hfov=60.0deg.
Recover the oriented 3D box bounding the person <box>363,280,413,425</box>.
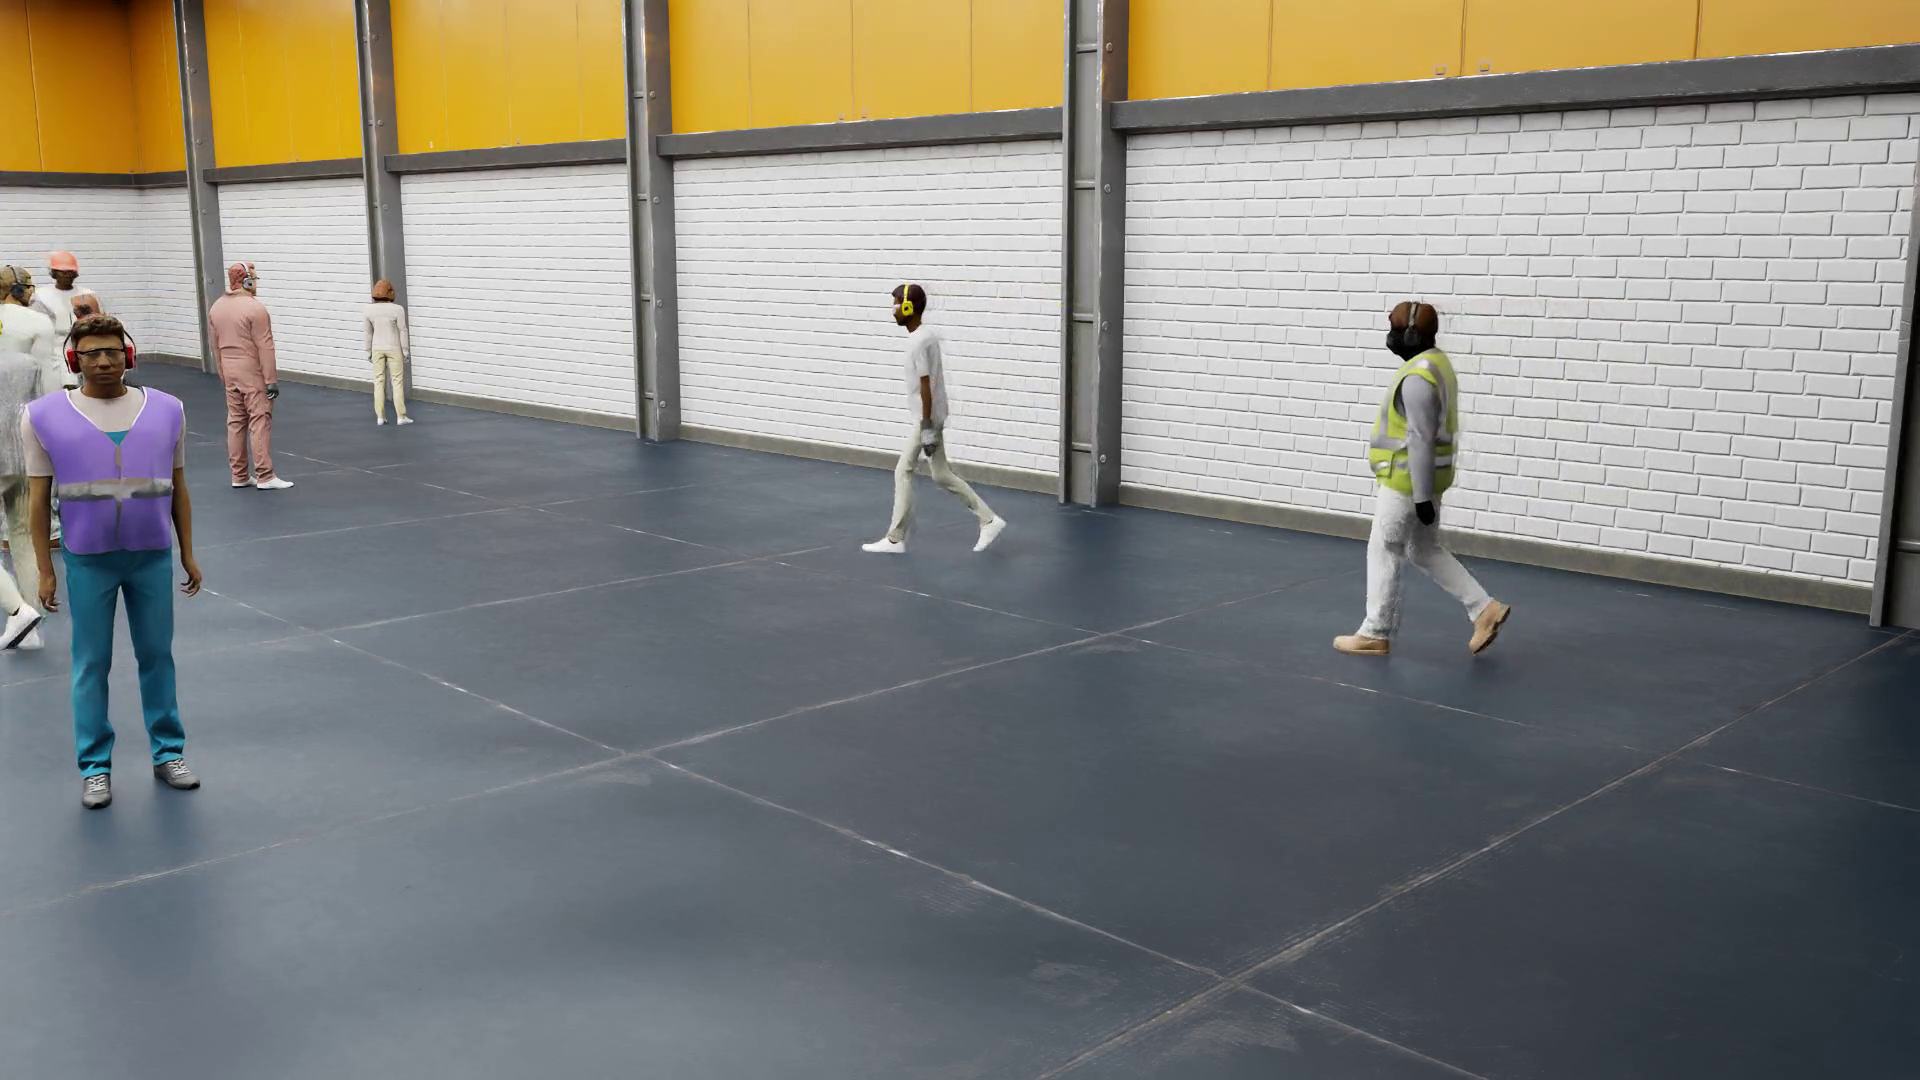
[{"bbox_3d":[-6.460,-2.112,18.768,0.499,1.634,0.279,1,10,3],"label":"person"}]

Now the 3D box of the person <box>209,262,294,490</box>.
[{"bbox_3d":[-5.957,-1.368,13.971,0.641,1.908,0.407,5,12,27],"label":"person"}]

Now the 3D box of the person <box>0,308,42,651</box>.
[{"bbox_3d":[-4.891,-0.335,8.502,0.413,1.848,0.506,6,12,30],"label":"person"}]

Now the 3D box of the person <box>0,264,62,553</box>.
[{"bbox_3d":[-6.300,-0.866,11.155,0.630,1.936,0.369,2,11,10],"label":"person"}]

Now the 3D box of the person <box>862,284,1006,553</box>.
[{"bbox_3d":[-0.163,-0.797,11.128,0.919,1.822,0.582,1,10,6],"label":"person"}]

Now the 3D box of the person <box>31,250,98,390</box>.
[{"bbox_3d":[-8.824,-1.857,16.415,0.978,2.008,0.620,10,14,43],"label":"person"}]

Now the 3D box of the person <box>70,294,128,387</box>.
[{"bbox_3d":[-7.913,-1.439,15.187,0.881,1.586,0.538,-2,11,-12],"label":"person"}]

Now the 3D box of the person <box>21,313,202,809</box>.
[{"bbox_3d":[-3.194,0.068,6.302,0.570,1.844,0.379,-9,14,-41],"label":"person"}]

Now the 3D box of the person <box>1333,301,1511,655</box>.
[{"bbox_3d":[2.357,-0.293,8.373,0.781,1.817,0.623,5,12,27],"label":"person"}]
